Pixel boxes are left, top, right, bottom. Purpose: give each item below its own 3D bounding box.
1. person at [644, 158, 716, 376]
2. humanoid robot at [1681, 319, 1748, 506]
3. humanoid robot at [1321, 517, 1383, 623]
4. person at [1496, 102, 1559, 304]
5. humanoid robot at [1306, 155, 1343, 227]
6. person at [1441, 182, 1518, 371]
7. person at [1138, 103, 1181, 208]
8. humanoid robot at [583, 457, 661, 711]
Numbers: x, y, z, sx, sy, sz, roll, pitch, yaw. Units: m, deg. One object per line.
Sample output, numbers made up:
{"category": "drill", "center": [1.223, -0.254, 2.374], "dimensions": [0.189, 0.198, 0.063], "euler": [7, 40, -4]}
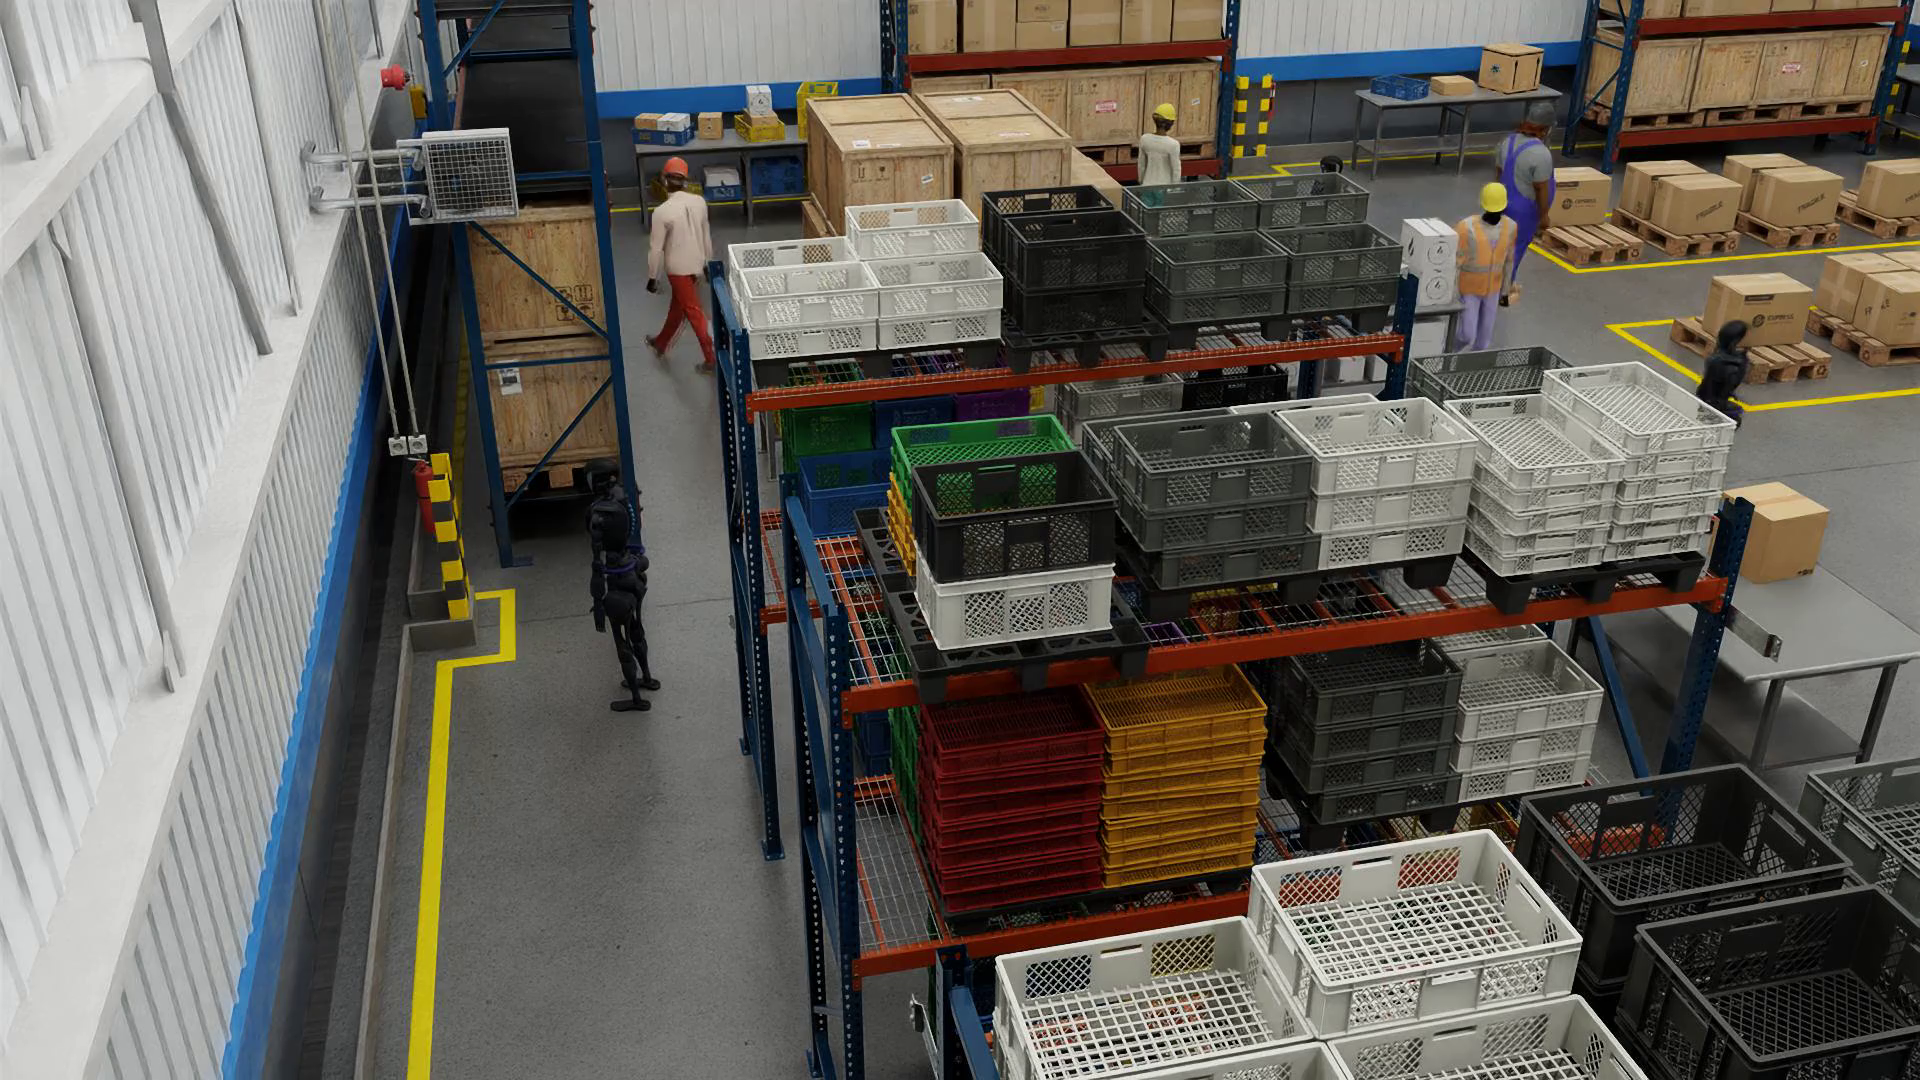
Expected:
{"category": "person", "center": [-2.539, -2.447, 14.924], "dimensions": [1.037, 1.914, 0.648], "euler": [17, 32, 29]}
{"category": "humanoid robot", "center": [5.480, -0.861, 12.189], "dimensions": [0.394, 1.634, 0.608], "euler": [6, 28, 12]}
{"category": "humanoid robot", "center": [2.341, 0.112, 10.334], "dimensions": [0.546, 1.645, 0.575], "euler": [-21, 34, -34]}
{"category": "person", "center": [5.636, -3.329, 16.464], "dimensions": [0.608, 2.000, 0.691], "euler": [-6, 28, -12]}
{"category": "humanoid robot", "center": [3.465, -2.886, 16.011], "dimensions": [0.334, 1.648, 0.576], "euler": [5, 28, 9]}
{"category": "person", "center": [4.518, -2.196, 14.455], "dimensions": [0.606, 1.903, 0.490], "euler": [-6, 28, -12]}
{"category": "person", "center": [2.094, -3.681, 17.431], "dimensions": [0.522, 1.760, 0.320], "euler": [23, 35, 36]}
{"category": "humanoid robot", "center": [-2.065, 0.252, 10.060], "dimensions": [0.332, 1.653, 0.569], "euler": [4, 28, 8]}
